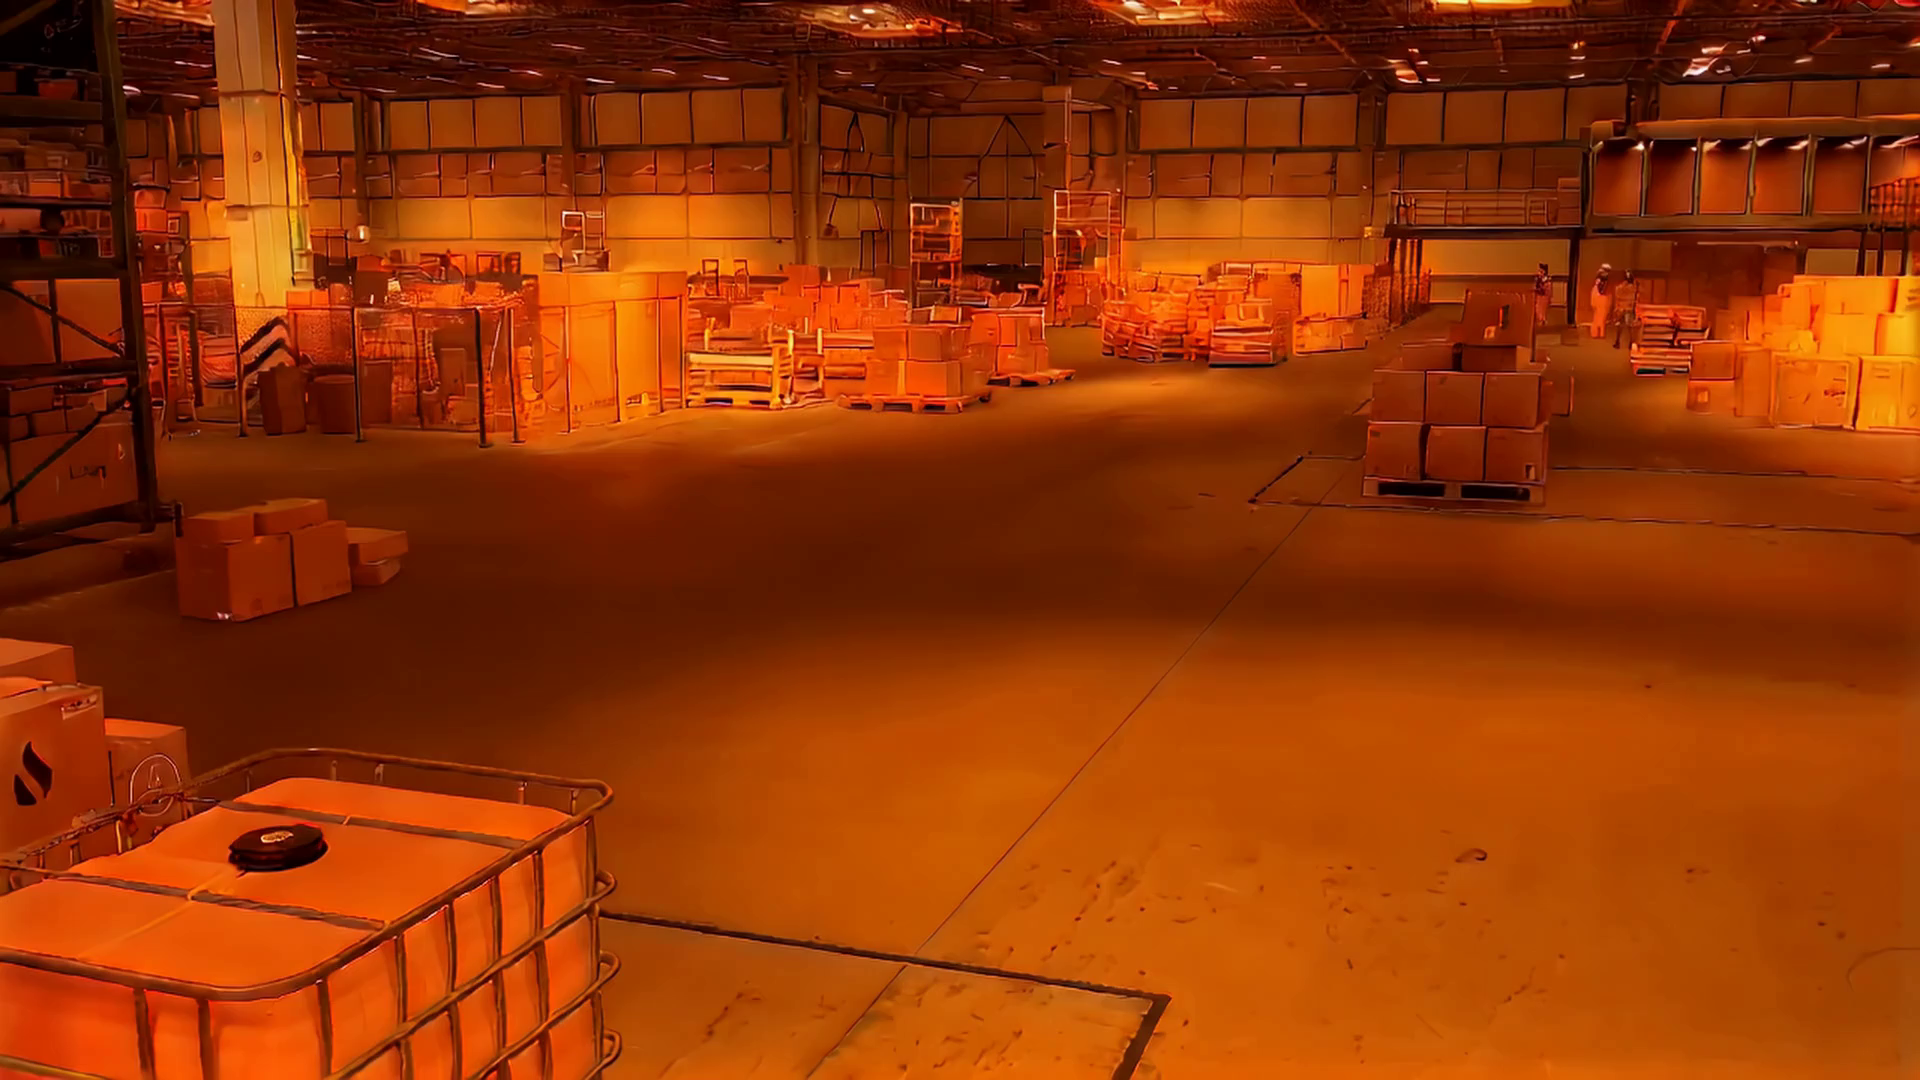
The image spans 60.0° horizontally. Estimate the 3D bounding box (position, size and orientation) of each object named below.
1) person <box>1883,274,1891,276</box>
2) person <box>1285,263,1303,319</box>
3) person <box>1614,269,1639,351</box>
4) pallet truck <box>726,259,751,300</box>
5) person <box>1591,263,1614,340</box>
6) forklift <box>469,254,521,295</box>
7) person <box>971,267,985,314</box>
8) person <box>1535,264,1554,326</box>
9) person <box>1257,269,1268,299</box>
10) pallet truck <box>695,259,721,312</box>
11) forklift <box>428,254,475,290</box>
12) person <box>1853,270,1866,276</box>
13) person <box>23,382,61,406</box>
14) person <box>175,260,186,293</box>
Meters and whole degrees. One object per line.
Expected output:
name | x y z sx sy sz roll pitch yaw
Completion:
person | 19.580 -4.692 35.299 0.644 1.892 0.923 2 10 11
person | 11.380 -8.490 56.718 0.581 1.880 0.479 6 12 31
person | 15.785 -5.450 39.409 0.545 1.943 0.347 2 10 12
pallet truck | -7.986 -9.493 62.019 0.823 1.965 1.885 3 11 17
person | 17.069 -6.340 44.141 0.536 2.000 0.684 -2 10 -10
forklift | -17.990 -10.121 64.684 1.157 1.987 2.680 3 11 17
person | 0.564 -7.611 51.903 0.934 1.836 0.536 -6 12 -32
person | 18.144 -7.615 51.696 0.583 1.908 0.464 3 10 15
person | 9.254 -7.395 50.884 0.333 1.761 0.526 -2 10 -13
pallet truck | -9.165 -9.627 62.776 0.823 1.965 1.885 4 11 23
forklift | -20.133 -10.254 65.465 1.157 1.987 2.680 3 11 19
person | 16.502 -3.945 30.654 0.615 2.038 0.395 2 10 12
person | -8.661 -1.122 15.719 0.318 1.700 0.535 -3 10 -16
person | -30.144 -9.915 64.448 0.629 1.979 0.663 -8 13 -38
